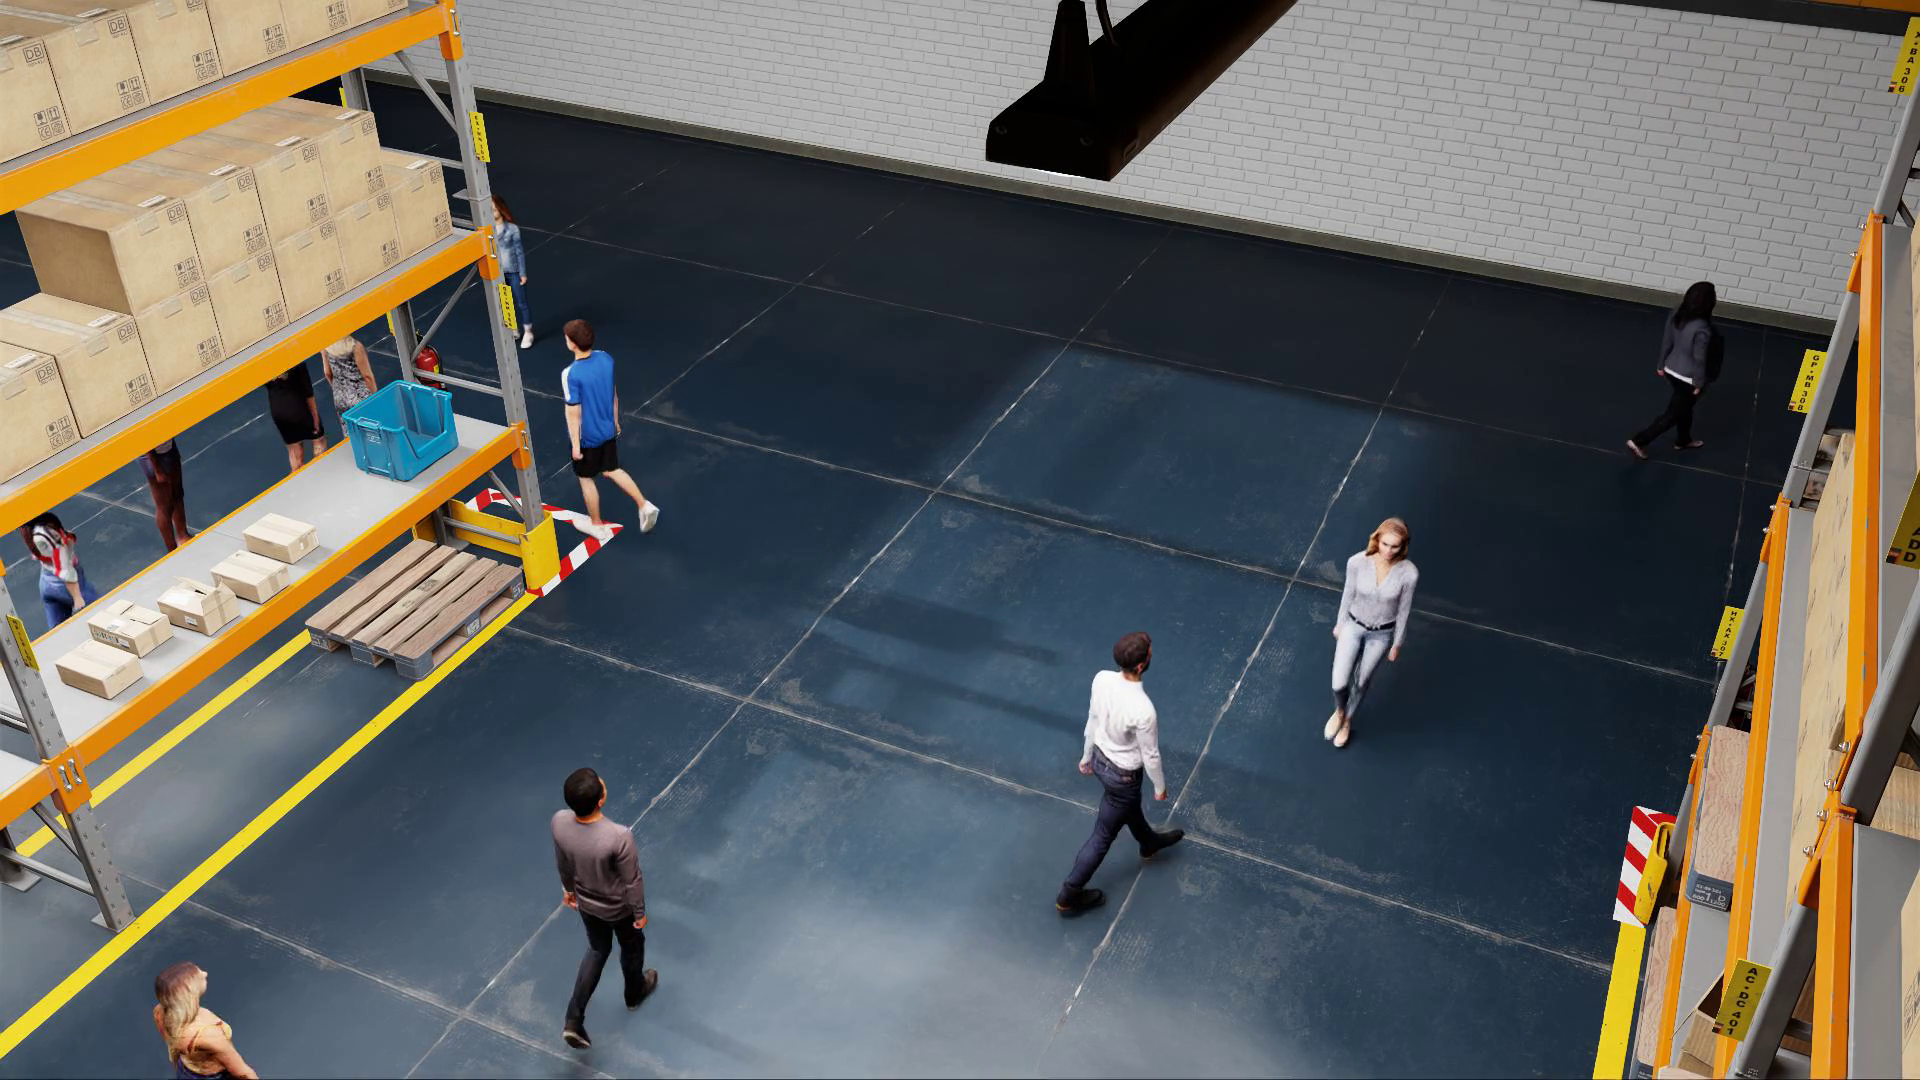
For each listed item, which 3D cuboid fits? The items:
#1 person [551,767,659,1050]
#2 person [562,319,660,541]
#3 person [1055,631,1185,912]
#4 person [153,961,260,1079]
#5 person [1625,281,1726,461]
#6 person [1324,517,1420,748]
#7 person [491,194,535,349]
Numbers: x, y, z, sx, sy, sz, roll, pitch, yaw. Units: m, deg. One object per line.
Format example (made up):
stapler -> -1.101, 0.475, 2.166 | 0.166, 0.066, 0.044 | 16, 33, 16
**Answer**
person -> -1.873, 1.913, 8.570 | 0.977, 1.751, 0.676 | 14, 36, 21
person -> -2.690, -0.788, 12.548 | 0.753, 1.845, 0.950 | 17, 37, 23
person -> 0.820, 1.346, 9.362 | 1.295, 1.819, 1.090 | -19, 38, -26
person -> -3.500, 2.603, 7.660 | 0.657, 1.609, 0.784 | 22, 40, 30
person -> 5.900, -1.365, 13.657 | 1.063, 1.579, 1.079 | -4, 34, -6
person -> 2.625, 0.553, 10.595 | 0.625, 1.775, 0.598 | 15, 36, 21
person -> -4.208, -2.516, 15.482 | 0.612, 1.476, 0.582 | 7, 34, 10
